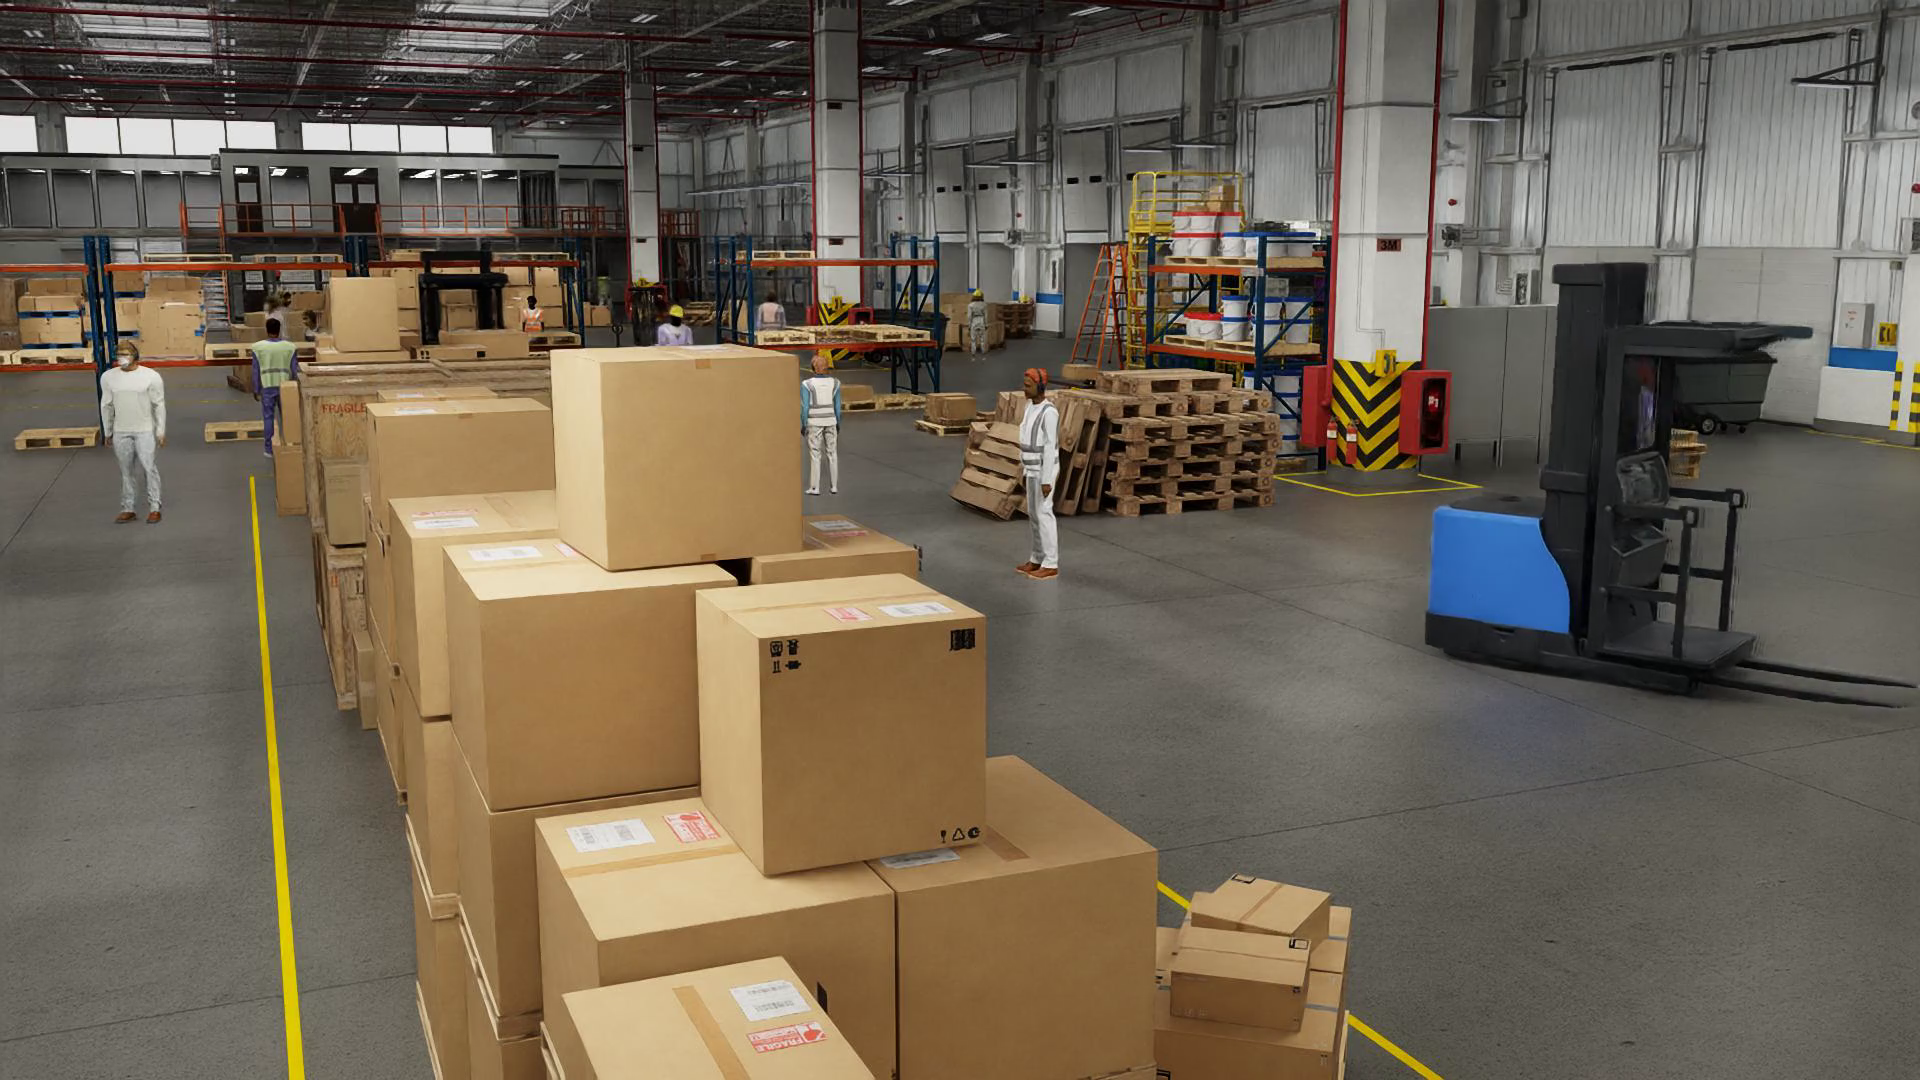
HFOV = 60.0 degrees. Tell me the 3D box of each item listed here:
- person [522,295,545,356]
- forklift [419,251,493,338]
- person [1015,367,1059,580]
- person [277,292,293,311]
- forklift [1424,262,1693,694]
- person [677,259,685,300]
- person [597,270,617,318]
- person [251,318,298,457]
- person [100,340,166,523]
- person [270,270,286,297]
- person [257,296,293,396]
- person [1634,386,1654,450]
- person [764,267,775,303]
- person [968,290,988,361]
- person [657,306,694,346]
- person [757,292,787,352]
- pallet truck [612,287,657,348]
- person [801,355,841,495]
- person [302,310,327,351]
[{"bbox_3d":[-9.792,-4.763,38.189,0.537,1.698,0.320,1,10,4],"label":"person"},{"bbox_3d":[-6.942,-2.619,23.117,1.129,2.768,1.873,-4,11,-23],"label":"forklift"},{"bbox_3d":[0.697,-0.588,14.712,0.351,1.878,0.569,-3,11,-15],"label":"person"},{"bbox_3d":[-14.432,-4.386,35.711,0.329,1.854,0.504,2,10,9],"label":"person"},{"bbox_3d":[4.379,-0.529,11.602,1.873,2.768,1.129,9,13,40],"label":"forklift"},{"bbox_3d":[-13.660,-12.720,81.230,0.396,1.992,0.623,-7,12,-33],"label":"person"},{"bbox_3d":[-13.312,-9.255,62.652,0.643,1.795,0.933,4,11,19],"label":"person"},{"bbox_3d":[-9.410,-2.090,22.904,0.600,1.906,0.413,-6,12,-28],"label":"person"},{"bbox_3d":[-8.712,-1.137,17.551,0.635,1.937,0.352,-1,10,-6],"label":"person"},{"bbox_3d":[-23.026,-8.153,56.228,0.376,1.934,0.547,10,14,44],"label":"person"},{"bbox_3d":[-13.076,-3.722,31.900,0.923,1.911,0.638,-10,14,-44],"label":"person"},{"bbox_3d":[6.338,-0.855,15.985,0.552,1.942,0.340,10,14,44],"label":"person"},{"bbox_3d":[-7.352,-9.518,63.832,0.790,1.897,0.608,6,12,31],"label":"person"},{"bbox_3d":[0.440,-5.287,40.957,0.484,1.745,0.296,0,10,0],"label":"person"},{"bbox_3d":[-4.718,-2.969,27.824,0.596,1.869,0.993,-6,12,-30],"label":"person"},{"bbox_3d":[-4.204,-4.637,37.245,0.648,1.800,0.972,2,10,11],"label":"person"},{"bbox_3d":[-6.464,-4.406,35.401,0.823,1.965,1.885,6,12,32],"label":"pallet truck"},{"bbox_3d":[-1.624,-1.340,19.491,0.523,1.640,0.306,-6,12,-30],"label":"person"},{"bbox_3d":[-10.681,-2.892,27.557,0.515,1.822,0.409,7,12,34],"label":"person"}]
